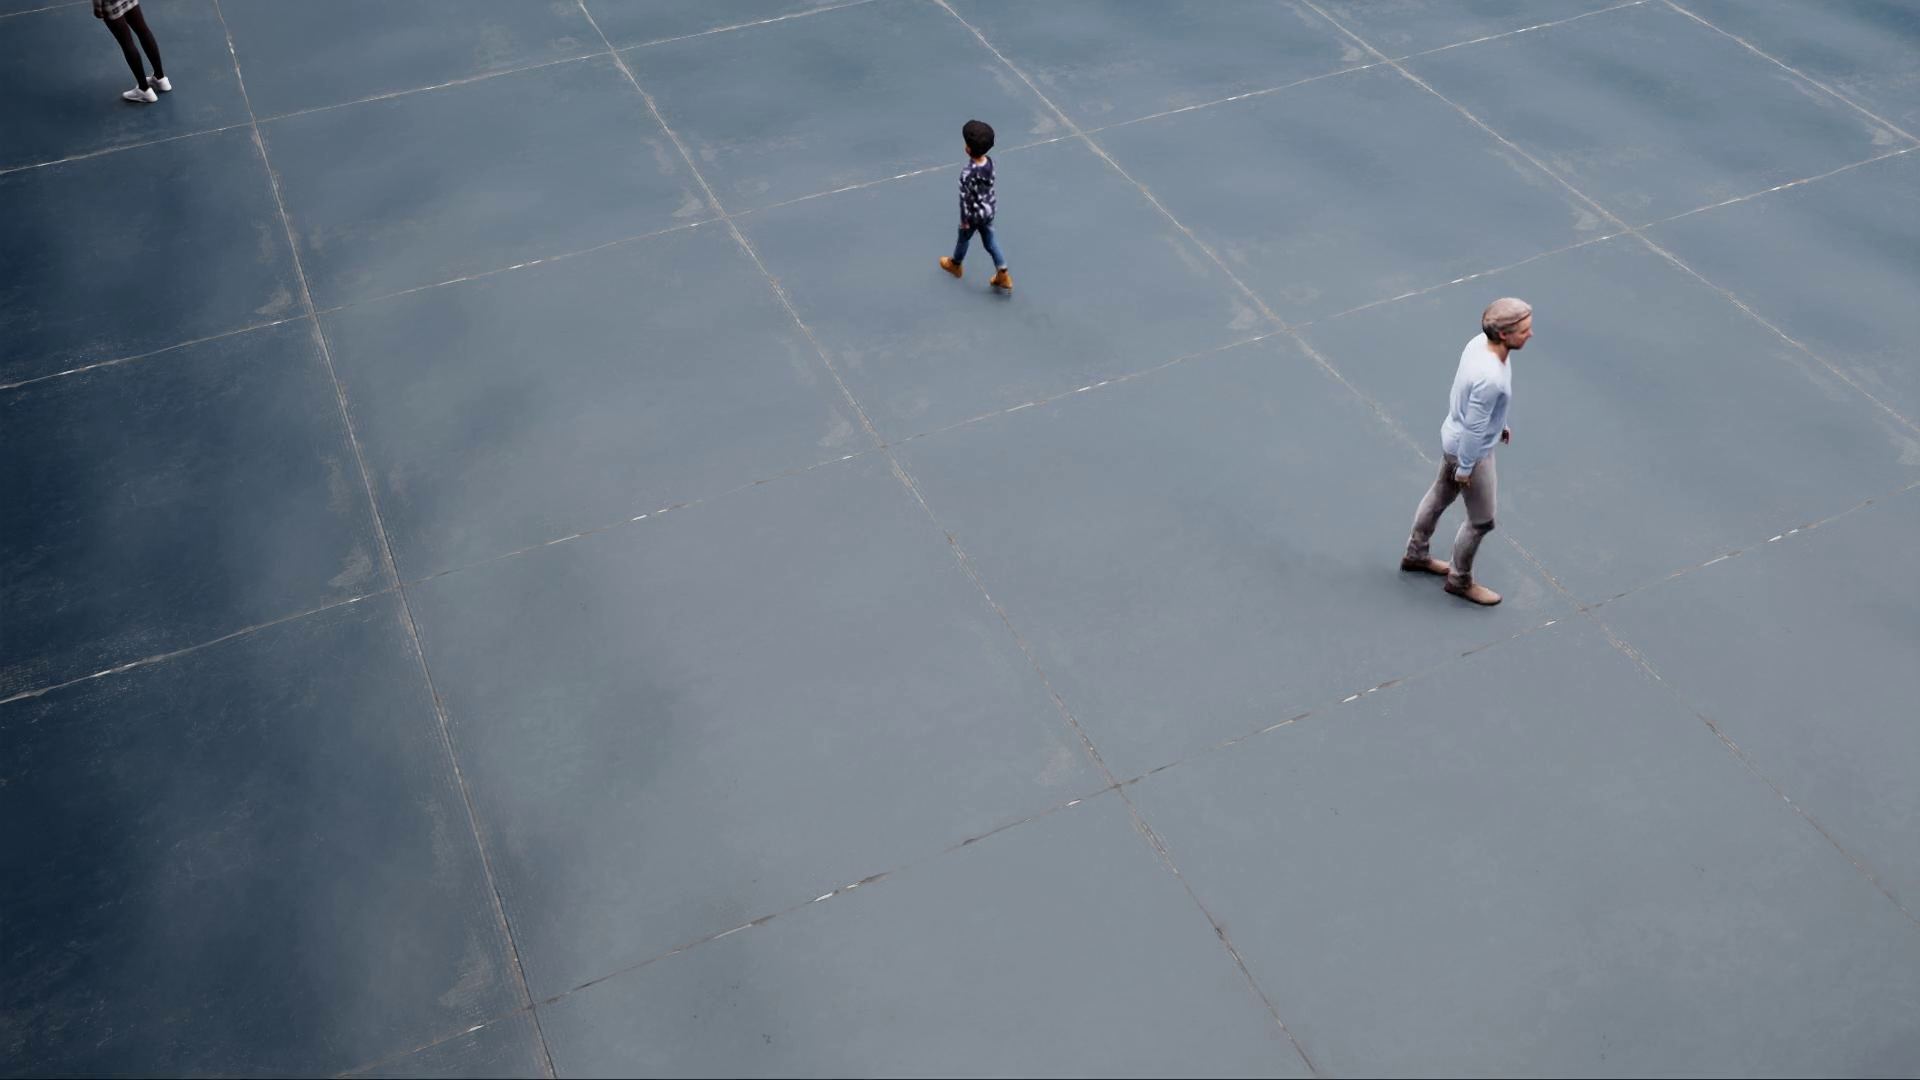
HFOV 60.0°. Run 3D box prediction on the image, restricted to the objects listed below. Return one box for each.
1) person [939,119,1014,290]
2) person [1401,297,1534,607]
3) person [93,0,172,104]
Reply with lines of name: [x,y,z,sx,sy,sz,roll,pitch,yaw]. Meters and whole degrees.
person: [0.162,-2.243,11.314,0.923,1.226,0.697,34,52,31]
person: [2.653,-0.508,8.918,0.928,1.879,0.879,8,43,9]
person: [-6.720,-4.366,13.244,0.752,1.774,0.685,13,44,13]
